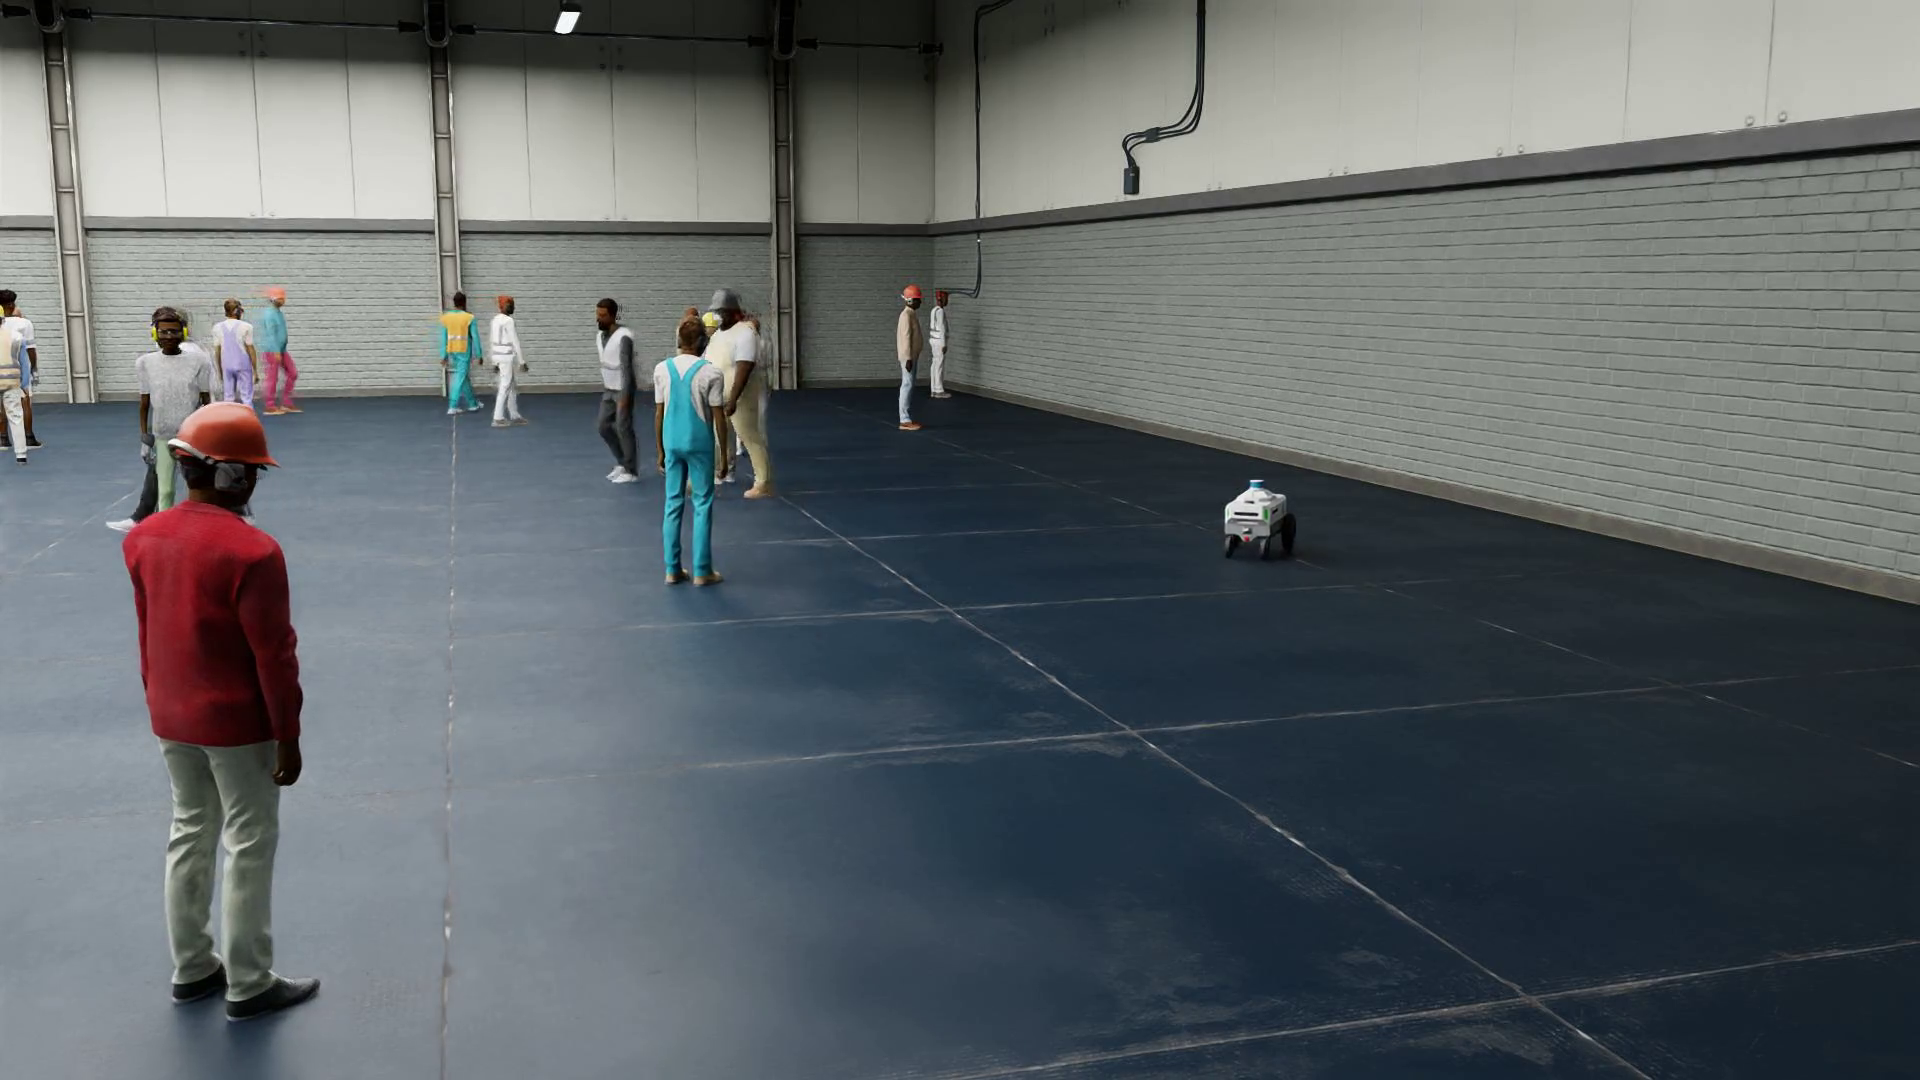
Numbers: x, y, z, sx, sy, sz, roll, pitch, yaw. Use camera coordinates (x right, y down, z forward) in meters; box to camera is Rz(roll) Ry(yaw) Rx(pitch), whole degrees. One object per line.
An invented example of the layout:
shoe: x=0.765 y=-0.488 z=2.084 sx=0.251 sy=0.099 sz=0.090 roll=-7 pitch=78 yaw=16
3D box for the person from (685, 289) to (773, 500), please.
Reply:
person: x=-2.212 y=-1.377 z=15.594 sx=1.013 sy=2.000 sz=0.693 roll=-8 pitch=12 yaw=-40

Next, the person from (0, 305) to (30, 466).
person: x=-10.656 y=-1.721 z=18.448 sx=0.600 sy=1.831 sz=0.404 roll=-7 pitch=11 yaw=-39

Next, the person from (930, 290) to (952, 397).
person: x=-0.354 y=-3.452 z=29.329 sx=0.357 sy=1.885 sz=0.573 roll=-2 pitch=9 yaw=-15

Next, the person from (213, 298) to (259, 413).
person: x=-9.096 y=-2.113 z=20.930 sx=0.507 sy=1.840 sz=0.344 roll=0 pitch=9 yaw=-3

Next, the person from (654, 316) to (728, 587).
person: x=-1.815 y=-0.592 z=11.253 sx=0.524 sy=1.834 sz=0.354 roll=2 pitch=9 yaw=14

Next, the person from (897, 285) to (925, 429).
person: x=-0.673 y=-2.536 z=23.132 sx=0.397 sy=1.992 sz=0.621 roll=1 pitch=9 yaw=5

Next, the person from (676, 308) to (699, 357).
person: x=-4.209 y=-2.833 z=26.171 sx=0.501 sy=1.633 sz=0.284 roll=1 pitch=9 yaw=8

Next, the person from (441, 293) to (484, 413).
person: x=-7.765 y=-2.923 z=26.011 sx=0.609 sy=1.863 sz=0.994 roll=3 pitch=9 yaw=19

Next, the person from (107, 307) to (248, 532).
person: x=-6.405 y=-0.973 z=13.620 sx=1.045 sy=1.858 sz=0.591 roll=-9 pitch=12 yaw=-44

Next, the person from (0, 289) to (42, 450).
person: x=-11.586 y=-2.079 z=20.307 sx=0.614 sy=1.963 sz=0.362 roll=-2 pitch=9 yaw=-14

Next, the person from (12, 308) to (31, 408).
person: x=-14.380 y=-2.711 z=25.381 sx=0.307 sy=1.640 sz=0.520 roll=-6 pitch=11 yaw=-34

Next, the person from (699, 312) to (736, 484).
person: x=-2.506 y=-1.439 z=16.936 sx=0.321 sy=1.742 sz=0.492 roll=5 pitch=10 yaw=28

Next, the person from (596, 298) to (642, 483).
person: x=-3.486 y=-1.508 z=16.919 sx=0.465 sy=1.892 sz=0.612 roll=-8 pitch=12 yaw=-43

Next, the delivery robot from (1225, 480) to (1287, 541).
delivery robot: x=2.244 y=-0.213 z=12.592 sx=0.477 sy=0.478 sz=0.707 roll=4 pitch=10 yaw=22

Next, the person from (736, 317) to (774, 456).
person: x=-2.441 y=-1.797 z=19.538 sx=0.512 sy=1.642 sz=0.311 roll=0 pitch=9 yaw=-1

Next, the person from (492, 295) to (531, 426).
person: x=-6.420 y=-2.545 z=23.623 sx=0.537 sy=1.878 sz=0.593 roll=-6 pitch=11 yaw=-33

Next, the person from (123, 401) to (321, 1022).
person: x=-2.061 y=0.481 z=4.697 sx=0.576 sy=1.740 sz=0.348 roll=4 pitch=10 yaw=25

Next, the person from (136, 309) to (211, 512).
person: x=-5.661 y=-0.730 z=12.040 sx=0.505 sy=1.864 sz=0.332 roll=-3 pitch=10 yaw=-21

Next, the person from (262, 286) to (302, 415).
person: x=-10.419 y=-2.900 z=25.532 sx=0.649 sy=1.968 sz=0.640 roll=0 pitch=9 yaw=0
